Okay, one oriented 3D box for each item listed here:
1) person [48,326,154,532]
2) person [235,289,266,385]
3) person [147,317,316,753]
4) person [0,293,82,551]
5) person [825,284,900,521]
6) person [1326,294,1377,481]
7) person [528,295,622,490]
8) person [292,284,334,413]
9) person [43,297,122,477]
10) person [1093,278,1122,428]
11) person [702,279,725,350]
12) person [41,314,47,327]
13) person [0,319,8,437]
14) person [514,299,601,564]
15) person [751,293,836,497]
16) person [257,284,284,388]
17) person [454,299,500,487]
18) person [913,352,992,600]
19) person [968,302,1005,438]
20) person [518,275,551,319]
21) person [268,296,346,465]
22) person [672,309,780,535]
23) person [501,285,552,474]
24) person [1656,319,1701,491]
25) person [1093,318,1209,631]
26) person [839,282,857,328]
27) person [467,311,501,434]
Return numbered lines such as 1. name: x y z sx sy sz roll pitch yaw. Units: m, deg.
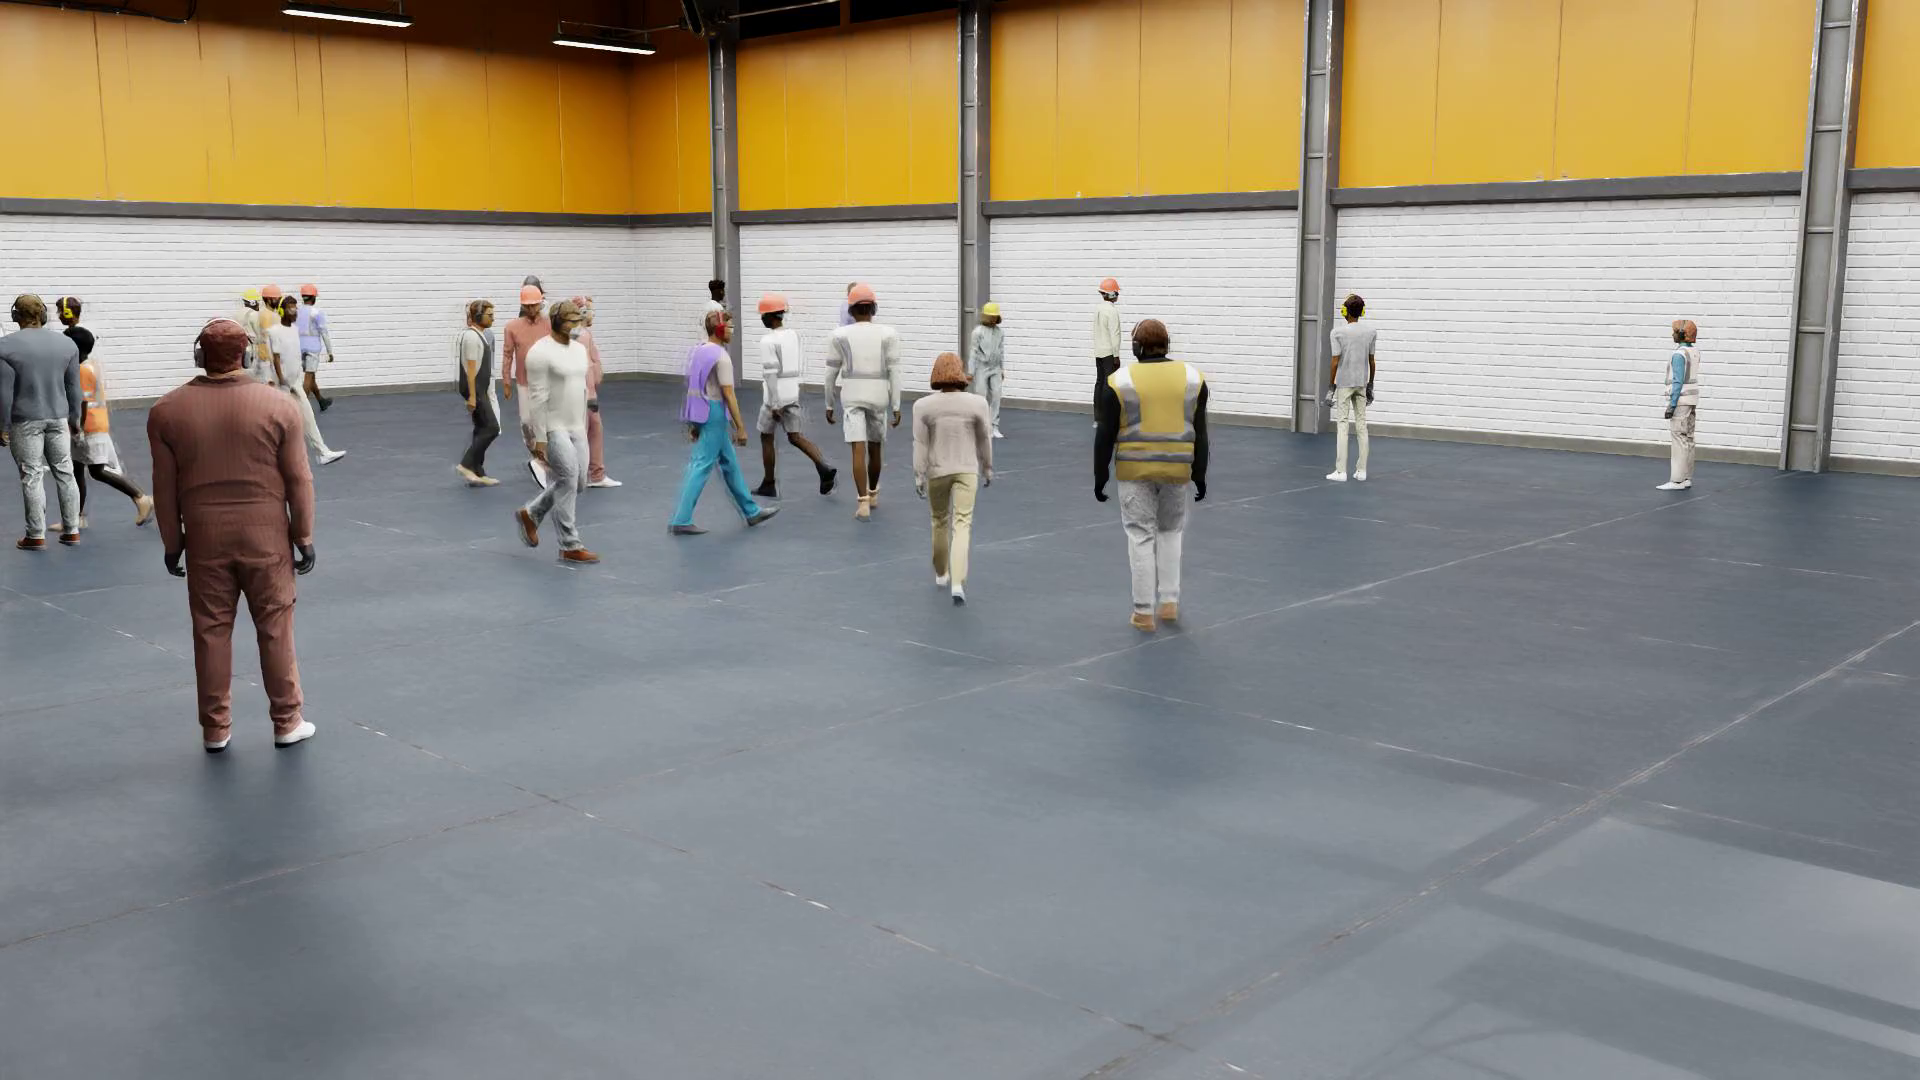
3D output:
1. person: -6.981 -0.898 13.452 0.751 1.670 0.535 -5 11 -29
2. person: -10.757 -2.931 25.496 0.755 1.803 0.591 -9 13 -43
3. person: -3.176 -0.008 7.324 0.657 1.920 0.406 -2 9 -12
4. person: -6.964 -0.890 12.582 0.363 1.939 0.636 7 12 37
5. person: -0.844 -1.193 14.289 0.630 1.982 1.047 -2 9 -10
6. person: 3.909 -1.518 16.644 0.507 1.872 0.329 -2 10 -13
7. person: -3.721 -1.401 15.944 0.834 1.869 0.666 -3 10 -18
8. person: -9.460 -2.793 24.375 0.573 1.887 0.969 2 10 14
9. person: -9.000 -1.531 16.851 0.888 1.823 0.530 -2 9 -13
10. person: 1.961 -2.454 21.992 0.374 1.997 0.613 -4 10 -21
11. person: -3.732 -2.995 25.400 0.367 1.964 0.609 -5 11 -29
12. person: -11.205 -2.031 20.440 0.869 1.659 0.531 -5 10 -27
13. person: -12.136 -2.225 20.928 0.584 1.883 0.346 8 12 40
14. person: -2.953 -0.789 12.060 0.732 1.914 0.628 4 10 23
15. person: -1.580 -1.312 15.306 0.862 1.907 0.561 6 11 35
16. person: -9.354 -2.483 22.425 0.730 1.920 0.568 -2 9 -12
17. person: -4.647 -1.413 16.129 0.394 1.824 0.542 -2 9 -9
18. person: -0.052 -0.423 10.793 0.504 1.588 0.867 1 9 3
19. person: 0.307 -2.150 20.976 0.527 1.715 0.602 -6 11 -35
20. person: -6.666 -3.155 26.156 0.647 2.000 0.693 -8 12 -40
21. person: -7.084 -1.678 17.742 0.953 1.818 0.559 2 10 13
22. person: -1.916 -0.947 13.375 0.985 1.789 0.595 -5 10 -26
23. person: -4.443 -1.683 17.380 0.665 1.964 0.731 -2 9 -10
24. person: 6.913 -1.291 15.946 0.311 1.642 0.513 8 12 40
25. person: 1.103 -0.387 9.815 0.662 1.829 0.573 -1 9 -8
26. person: -1.592 -3.056 25.930 0.677 1.918 0.638 7 12 37
27. person: -6.089 -2.135 21.201 0.308 1.624 0.495 3 10 20
